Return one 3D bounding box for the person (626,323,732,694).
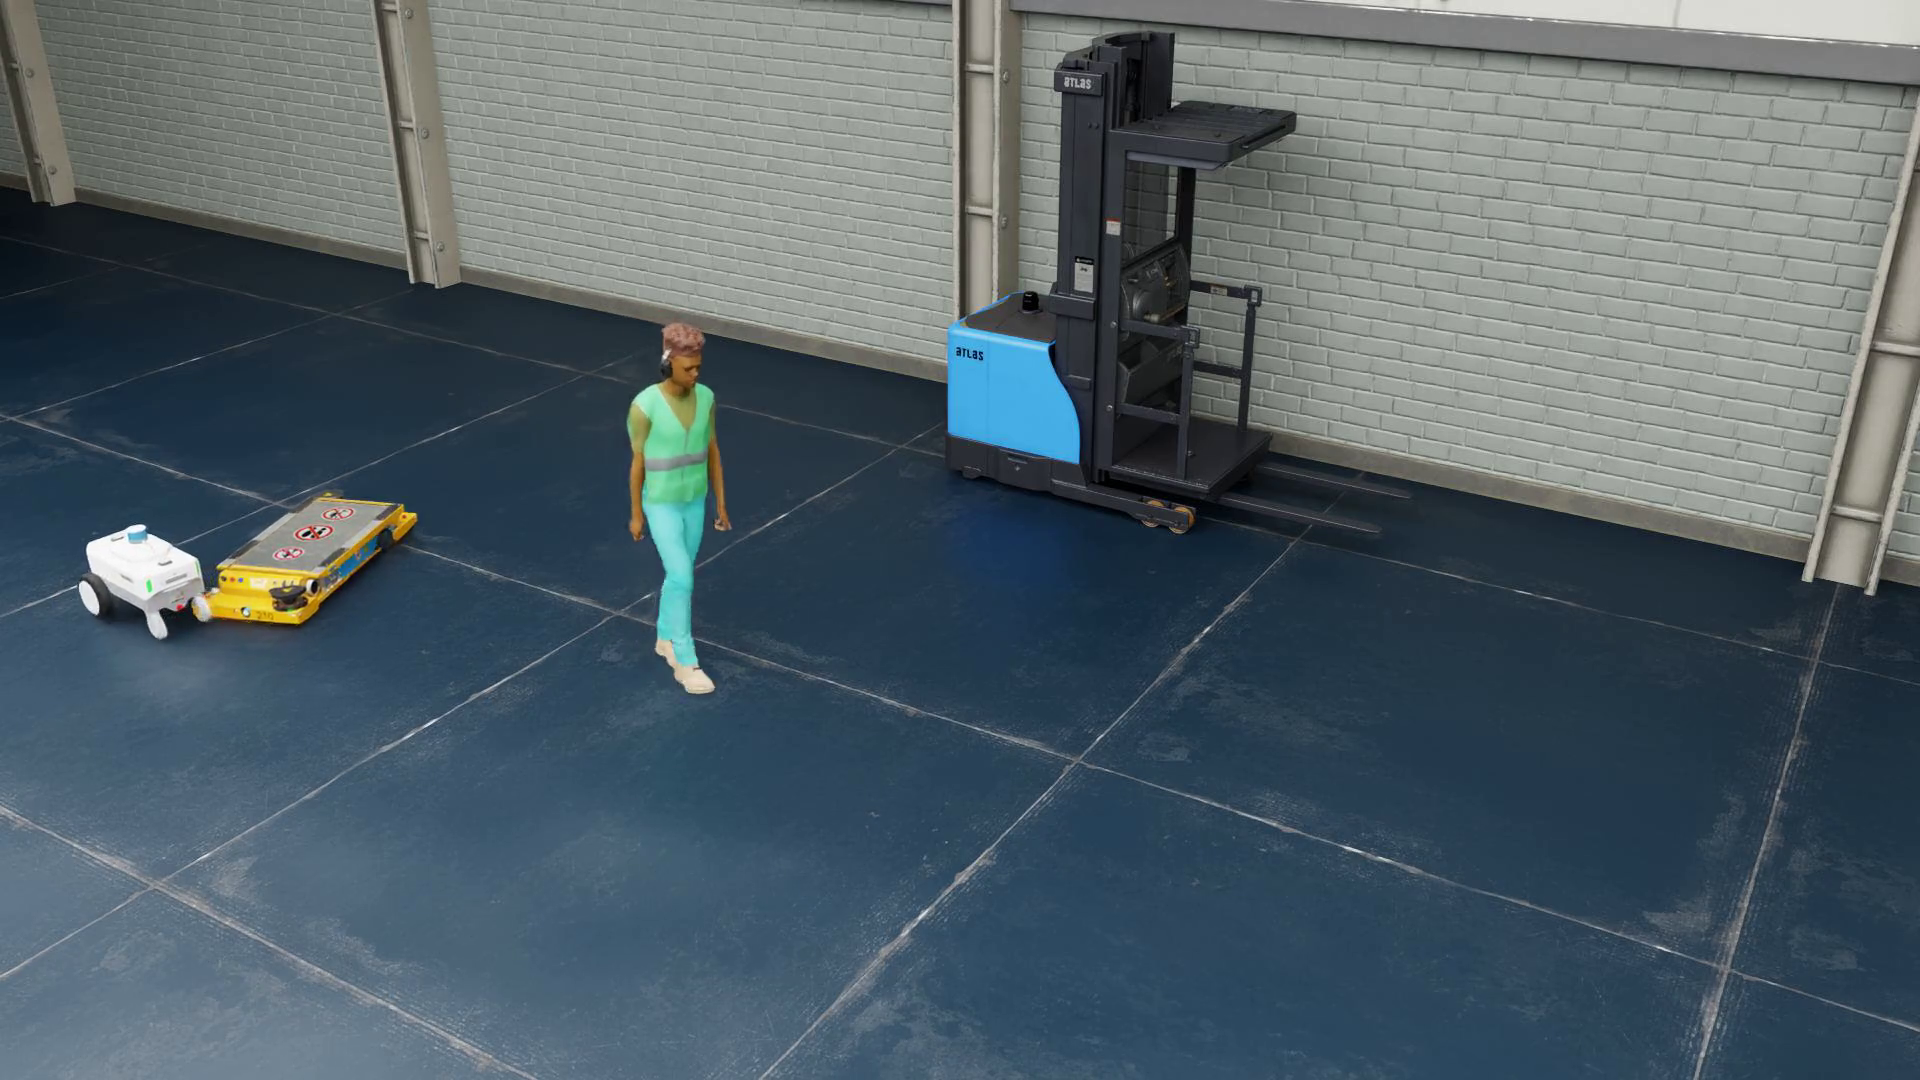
[{"bbox_3d":[-1.406,-0.161,8.635,0.515,1.949,0.810,-23,33,-39],"label":"person"}]

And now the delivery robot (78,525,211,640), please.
[{"bbox_3d":[-4.659,0.201,9.506,0.795,0.602,0.499,18,31,33],"label":"delivery robot"}]

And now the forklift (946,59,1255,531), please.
[{"bbox_3d":[0.933,-1.707,10.833,1.873,2.768,1.129,15,29,28],"label":"forklift"}]

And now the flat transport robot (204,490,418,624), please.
[{"bbox_3d":[-3.931,0.087,10.075,0.659,0.231,1.431,5,26,9],"label":"flat transport robot"}]
